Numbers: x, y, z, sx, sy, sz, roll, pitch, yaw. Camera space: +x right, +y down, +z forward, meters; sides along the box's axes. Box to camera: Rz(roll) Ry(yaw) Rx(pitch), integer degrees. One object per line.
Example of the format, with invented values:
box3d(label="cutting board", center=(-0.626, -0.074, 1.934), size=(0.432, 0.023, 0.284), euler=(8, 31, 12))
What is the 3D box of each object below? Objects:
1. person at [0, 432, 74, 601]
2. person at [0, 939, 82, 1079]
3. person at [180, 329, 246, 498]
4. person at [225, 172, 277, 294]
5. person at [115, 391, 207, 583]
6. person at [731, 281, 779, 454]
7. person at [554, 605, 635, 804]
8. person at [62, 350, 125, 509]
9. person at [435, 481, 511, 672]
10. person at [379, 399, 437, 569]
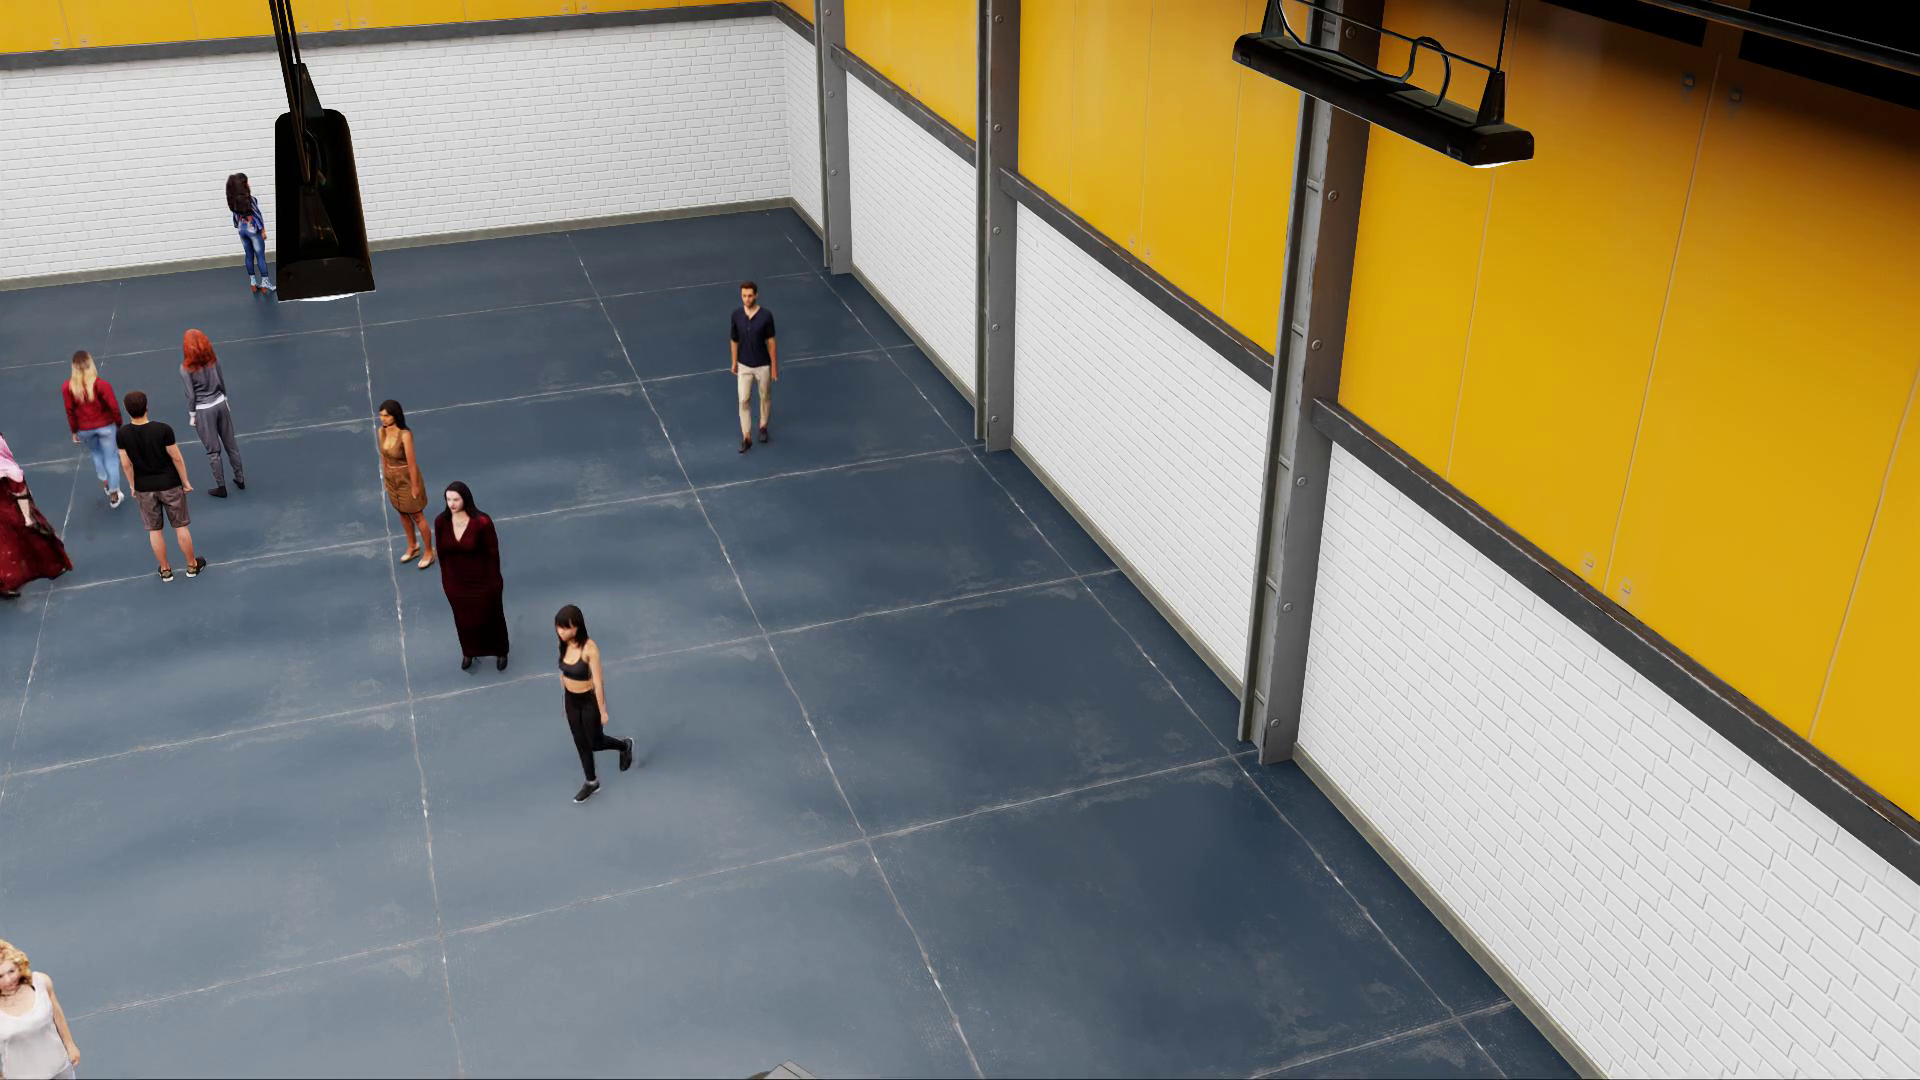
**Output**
box3d(label="person", center=(-8.508, -0.202, 14.844), size=(1.015, 1.605, 1.143), euler=(8, 30, 14))
box3d(label="person", center=(-5.100, 2.859, 9.164), size=(0.706, 1.669, 0.689), euler=(21, 35, 33))
box3d(label="person", center=(-7.496, -1.281, 16.639), size=(0.685, 1.780, 0.655), euler=(18, 33, 30))
box3d(label="person", center=(-9.341, -4.054, 21.903), size=(0.695, 1.607, 0.743), euler=(10, 30, 18))
box3d(label="person", center=(-7.298, -0.495, 15.113), size=(0.663, 1.862, 0.569), euler=(-9, 30, -16))
box3d(label="person", center=(-2.173, -1.905, 17.720), size=(0.876, 1.840, 1.021), euler=(1, 29, 2))
box3d(label="person", center=(-2.723, 1.161, 12.315), size=(0.848, 1.634, 0.884), euler=(15, 32, 26))
box3d(label="person", center=(-8.530, -1.063, 16.411), size=(0.689, 1.615, 0.805), euler=(-5, 29, -9))
box3d(label="person", center=(-4.036, 0.299, 13.768), size=(0.760, 1.756, 0.759), euler=(2, 29, 3))
box3d(label="person", center=(-5.127, -0.531, 15.363), size=(0.617, 1.685, 0.701), euler=(17, 33, 28))
